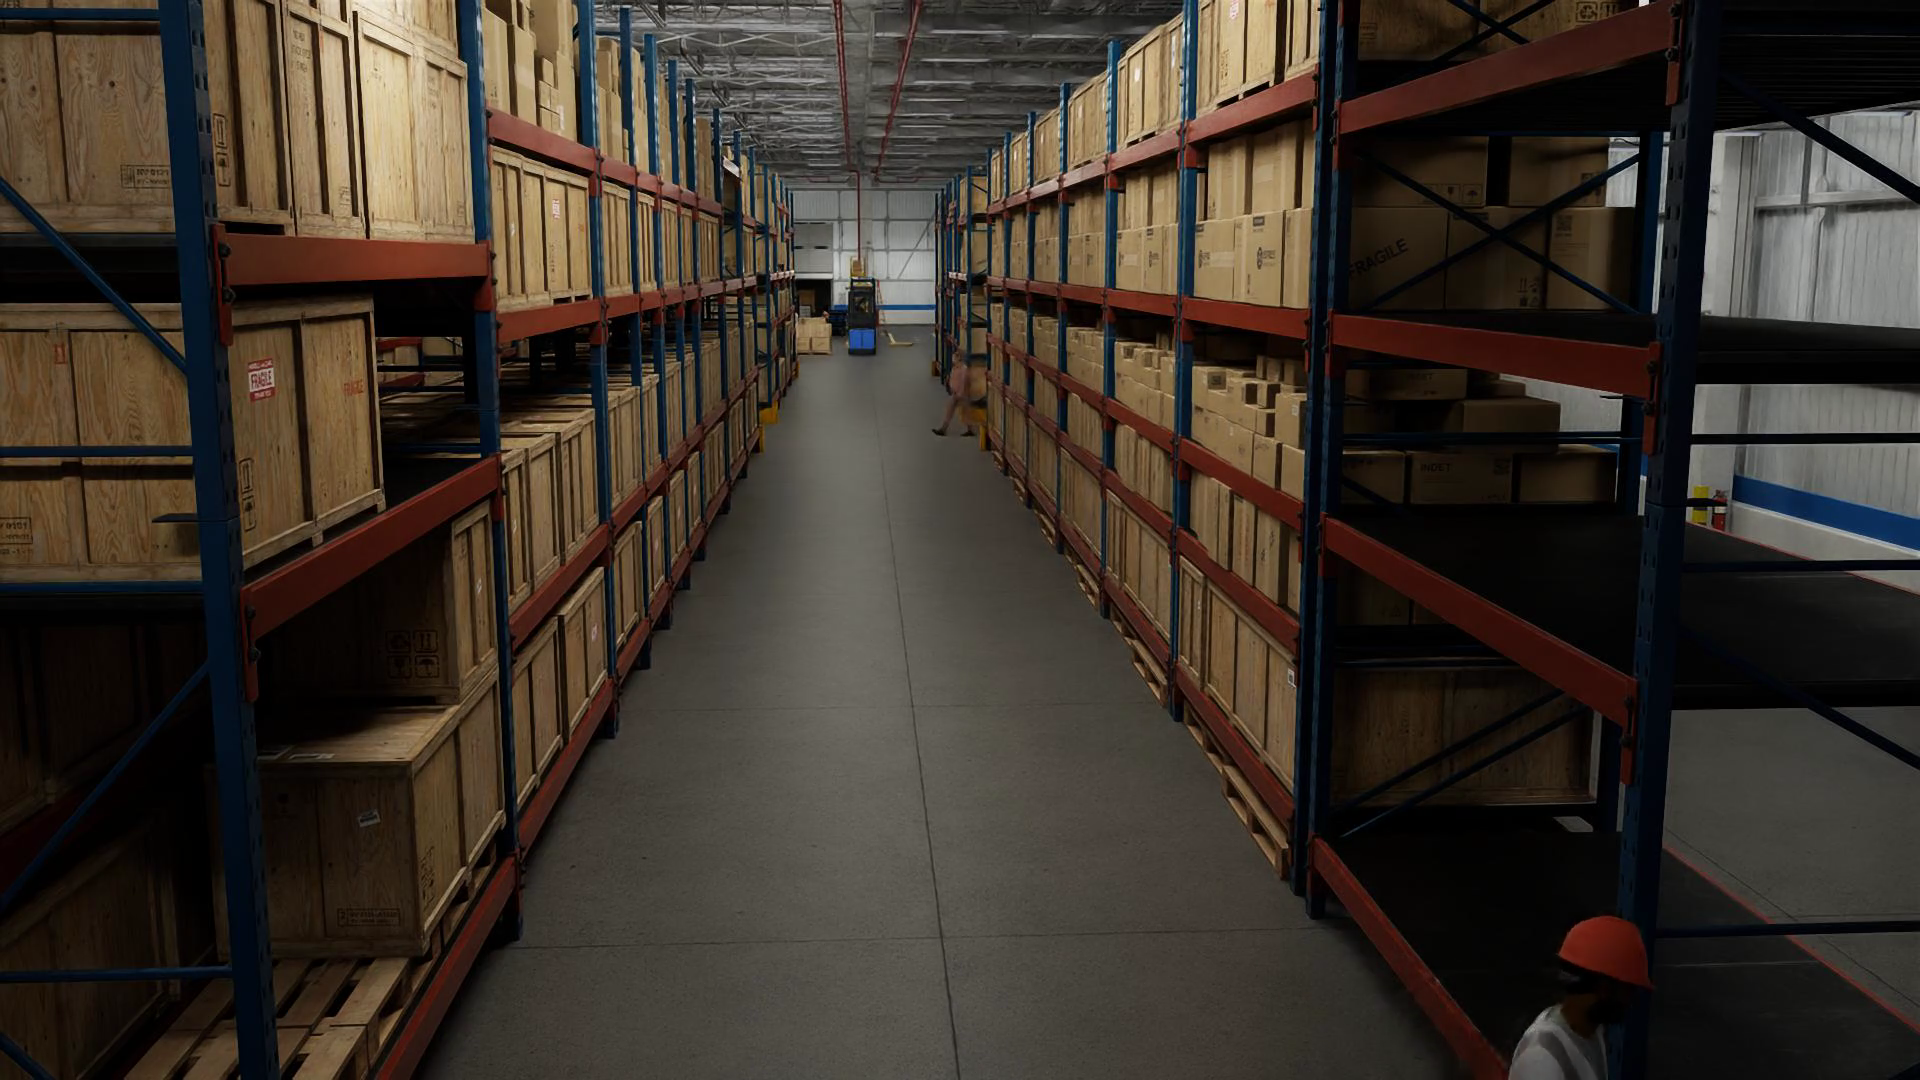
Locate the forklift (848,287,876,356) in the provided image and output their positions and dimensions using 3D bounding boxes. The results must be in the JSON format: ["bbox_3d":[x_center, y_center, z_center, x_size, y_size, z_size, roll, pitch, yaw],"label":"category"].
[{"bbox_3d":[-4.020,-8.965,68.019,1.129,2.768,1.873,-1,10,-4],"label":"forklift"}]

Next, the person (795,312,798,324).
[{"bbox_3d":[-7.342,-9.255,72.565,0.631,1.939,0.372,5,11,29],"label":"person"}]

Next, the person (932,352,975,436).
[{"bbox_3d":[-0.105,-3.181,36.525,0.977,1.860,0.645,-6,11,-30],"label":"person"}]

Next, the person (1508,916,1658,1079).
[{"bbox_3d":[1.790,2.070,5.174,1.006,1.867,0.611,6,11,30],"label":"person"}]

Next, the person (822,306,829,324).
[{"bbox_3d":[-6.564,-10.592,81.267,0.317,1.695,0.540,-4,10,-24],"label":"person"}]

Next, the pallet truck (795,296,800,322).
[{"bbox_3d":[-8.622,-12.439,91.403,1.885,1.965,0.823,2,10,13],"label":"pallet truck"}]

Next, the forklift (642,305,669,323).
[{"bbox_3d":[-9.940,-6.663,54.271,1.129,2.768,1.873,-1,10,-3],"label":"forklift"}]
